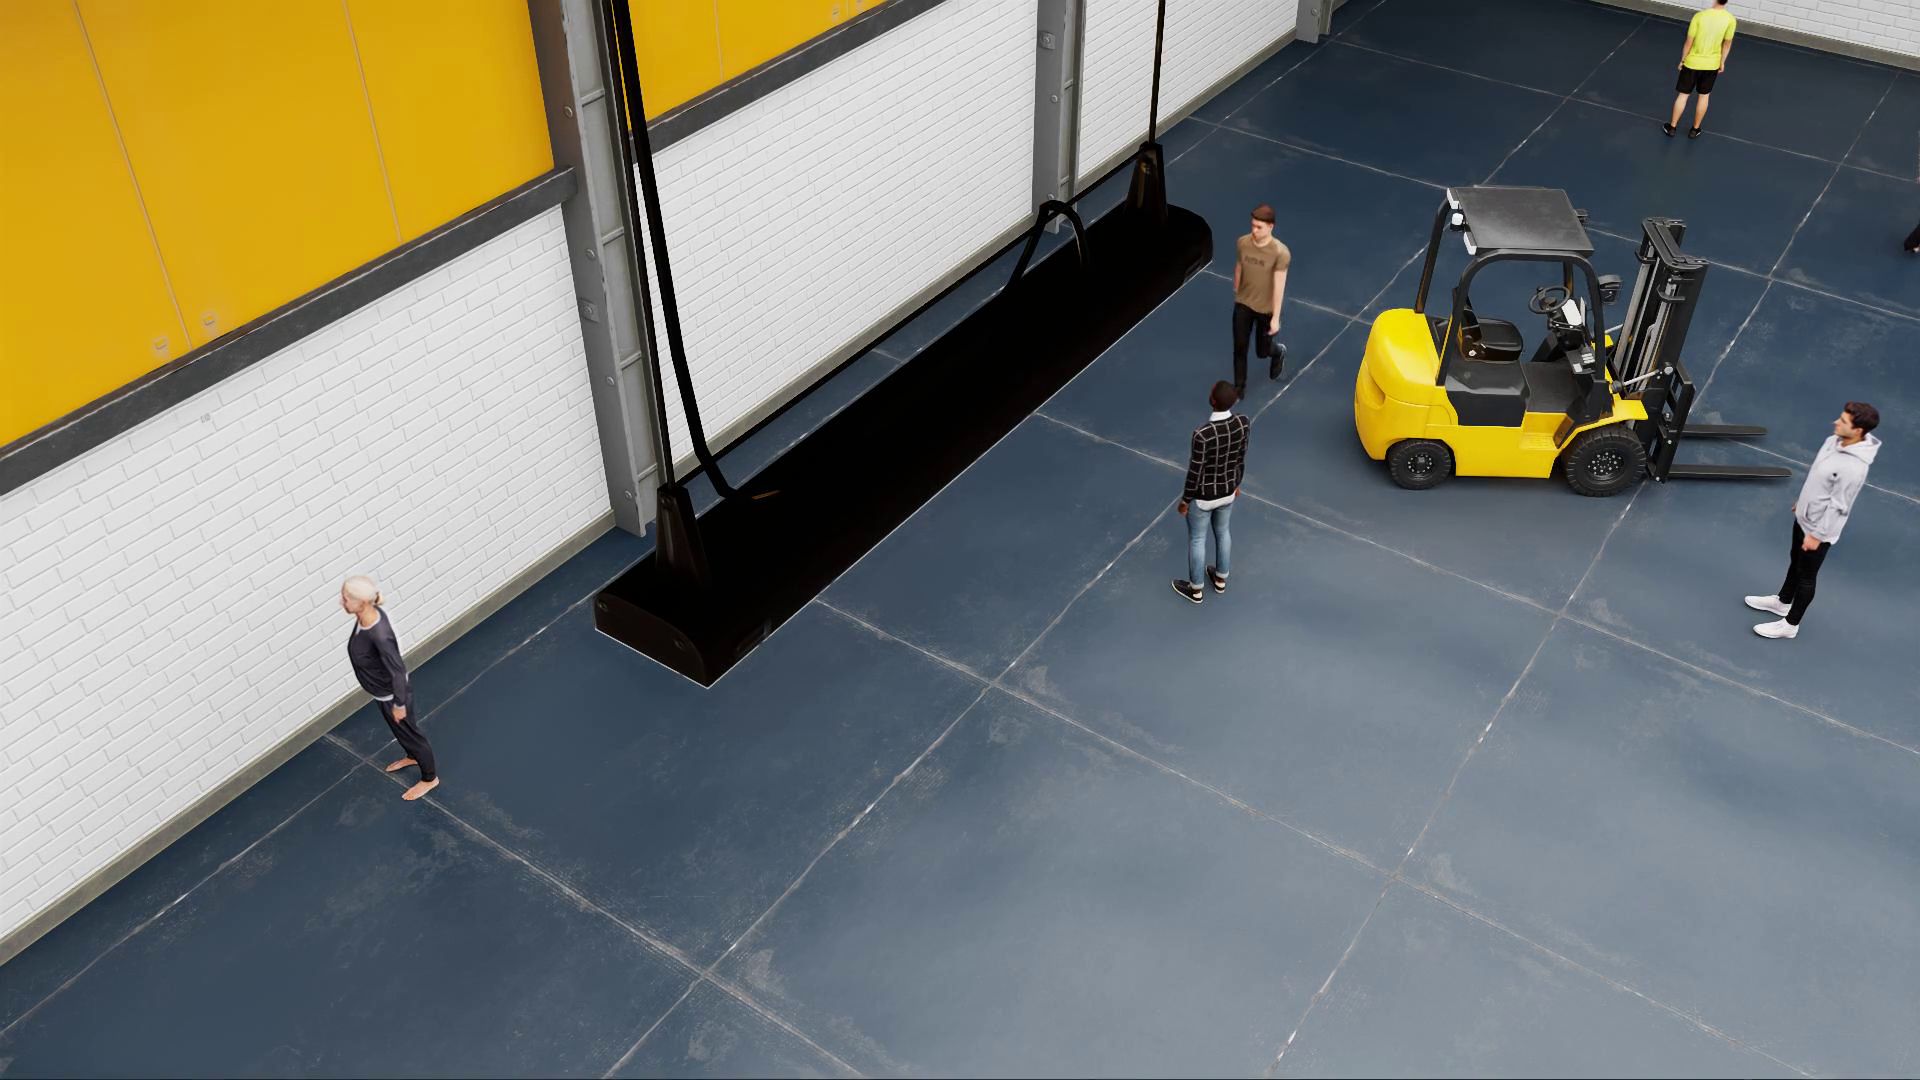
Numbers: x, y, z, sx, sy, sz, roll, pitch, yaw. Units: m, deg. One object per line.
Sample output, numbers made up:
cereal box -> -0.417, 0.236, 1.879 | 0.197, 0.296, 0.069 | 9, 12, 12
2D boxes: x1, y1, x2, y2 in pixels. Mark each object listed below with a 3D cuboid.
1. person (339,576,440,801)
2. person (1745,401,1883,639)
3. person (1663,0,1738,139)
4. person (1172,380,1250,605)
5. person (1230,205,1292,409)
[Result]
person -> -3.569, 0.894, 10.389 | 0.644, 1.726, 0.680 | -23, 44, -26
person -> 5.970, -0.150, 11.532 | 0.831, 1.931, 0.703 | 6, 39, 7
person -> 8.061, -5.202, 18.037 | 0.681, 1.708, 0.641 | 10, 40, 13
person -> 1.803, -0.344, 11.864 | 0.656, 1.820, 0.809 | -19, 42, -22
person -> 2.535, -1.978, 13.899 | 0.686, 1.835, 0.981 | 26, 45, 29
